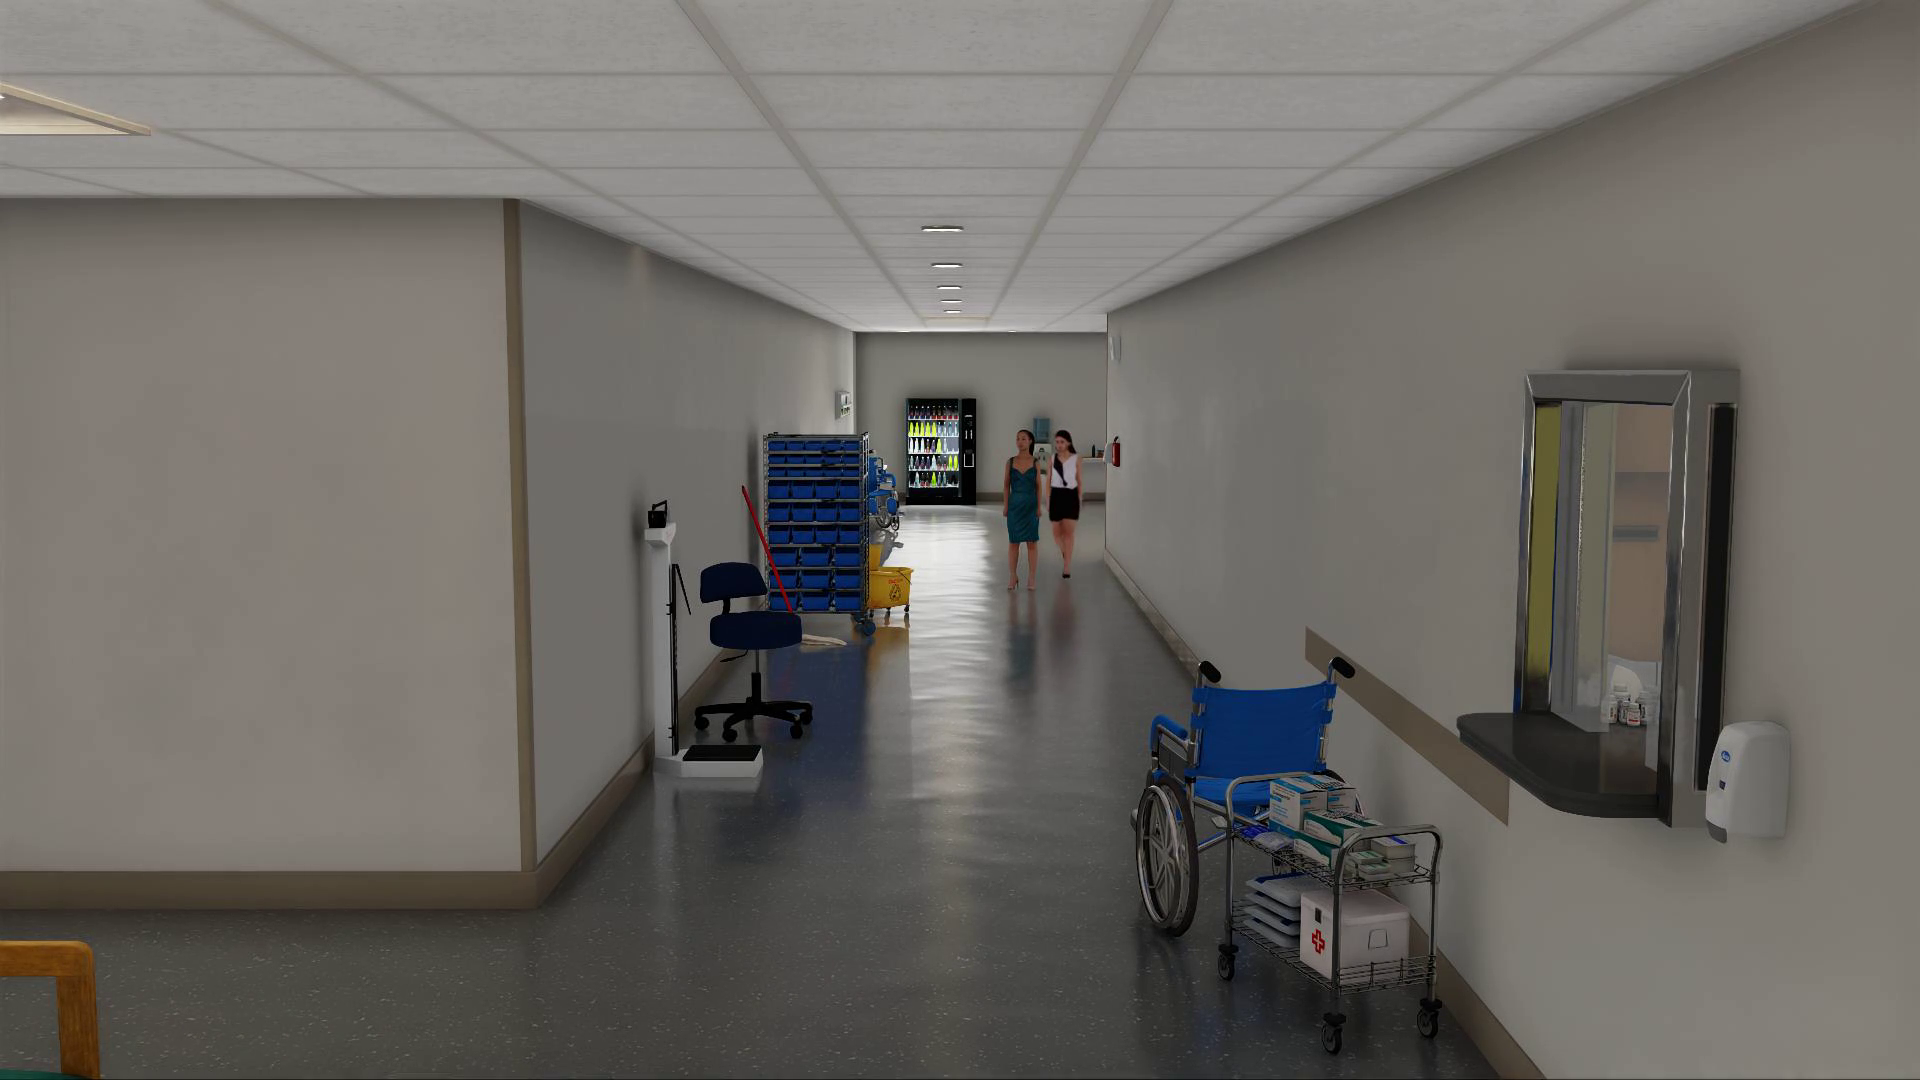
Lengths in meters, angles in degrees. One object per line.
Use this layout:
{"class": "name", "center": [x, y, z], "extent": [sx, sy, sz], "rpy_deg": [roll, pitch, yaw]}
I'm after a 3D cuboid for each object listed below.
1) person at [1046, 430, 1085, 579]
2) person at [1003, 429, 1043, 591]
{"class": "person", "center": [1.172, -0.399, 18.541], "extent": [0.869, 1.632, 0.703], "rpy_deg": [1, 6, 6]}
{"class": "person", "center": [0.666, -0.313, 17.415], "extent": [0.476, 1.686, 0.658], "rpy_deg": [1, 6, 11]}
